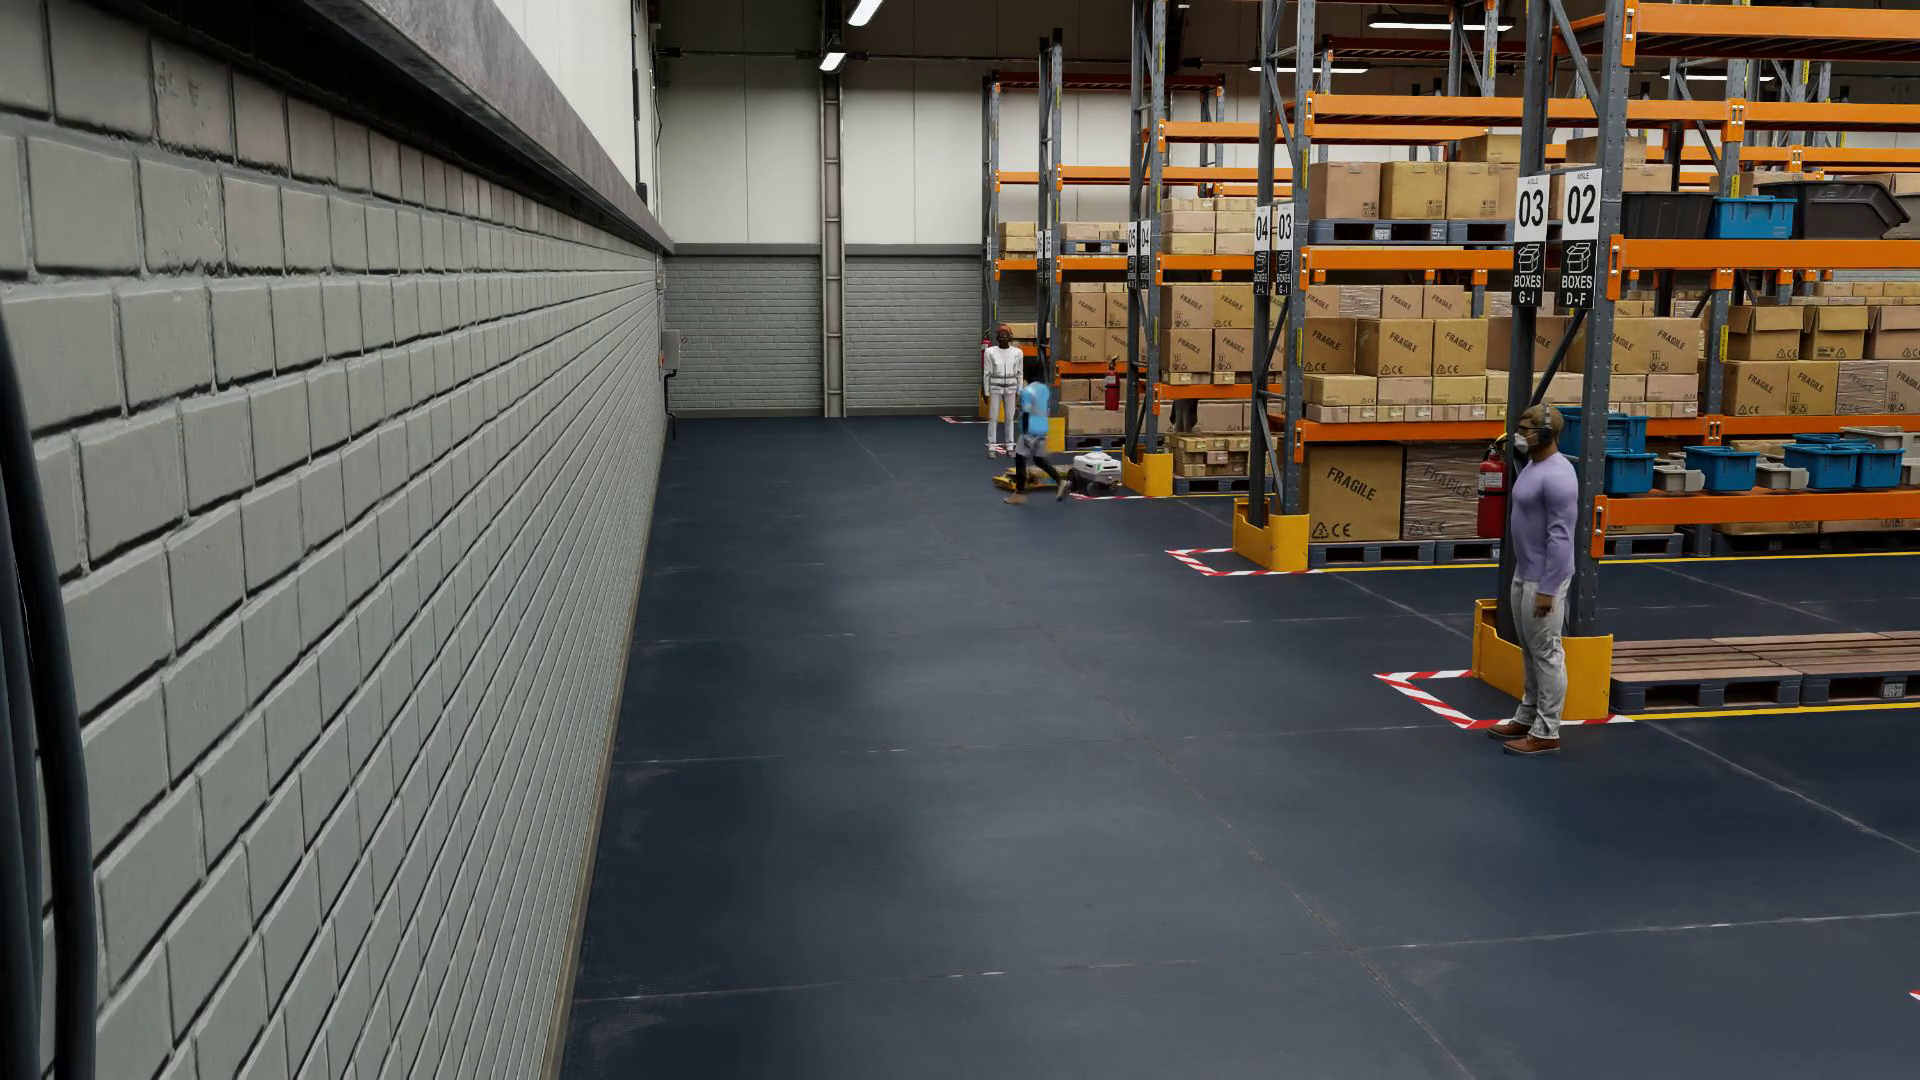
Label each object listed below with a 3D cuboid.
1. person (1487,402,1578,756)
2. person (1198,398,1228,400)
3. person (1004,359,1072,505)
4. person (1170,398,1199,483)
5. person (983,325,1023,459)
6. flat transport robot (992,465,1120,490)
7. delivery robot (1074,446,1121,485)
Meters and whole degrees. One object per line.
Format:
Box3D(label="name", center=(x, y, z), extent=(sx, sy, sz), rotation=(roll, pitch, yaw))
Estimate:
Box3D(label="person", center=(3.174, 0.215, 9.136), extent=(0.371, 1.940, 0.627), rotation=(1, 9, 5))
Box3D(label="person", center=(4.010, -2.584, 26.578), extent=(1.042, 1.886, 0.647), rotation=(-4, 10, -21))
Box3D(label="person", center=(0.910, -1.224, 18.864), extent=(0.634, 1.659, 0.550), rotation=(6, 11, 34))
Box3D(label="person", center=(2.770, -1.603, 20.605), extent=(0.333, 1.860, 0.510), rotation=(-4, 10, -25))
Box3D(label="person", center=(0.614, -2.082, 23.473), extent=(0.575, 1.883, 0.362), rotation=(-1, 9, -8))
Box3D(label="flat transport robot", center=(1.174, -0.781, 20.408), extent=(1.431, 0.197, 0.652), rotation=(-3, 10, -21))
Box3D(label="delivery robot", center=(1.640, -0.873, 19.814), extent=(0.477, 0.478, 0.707), rotation=(-4, 10, -21))
